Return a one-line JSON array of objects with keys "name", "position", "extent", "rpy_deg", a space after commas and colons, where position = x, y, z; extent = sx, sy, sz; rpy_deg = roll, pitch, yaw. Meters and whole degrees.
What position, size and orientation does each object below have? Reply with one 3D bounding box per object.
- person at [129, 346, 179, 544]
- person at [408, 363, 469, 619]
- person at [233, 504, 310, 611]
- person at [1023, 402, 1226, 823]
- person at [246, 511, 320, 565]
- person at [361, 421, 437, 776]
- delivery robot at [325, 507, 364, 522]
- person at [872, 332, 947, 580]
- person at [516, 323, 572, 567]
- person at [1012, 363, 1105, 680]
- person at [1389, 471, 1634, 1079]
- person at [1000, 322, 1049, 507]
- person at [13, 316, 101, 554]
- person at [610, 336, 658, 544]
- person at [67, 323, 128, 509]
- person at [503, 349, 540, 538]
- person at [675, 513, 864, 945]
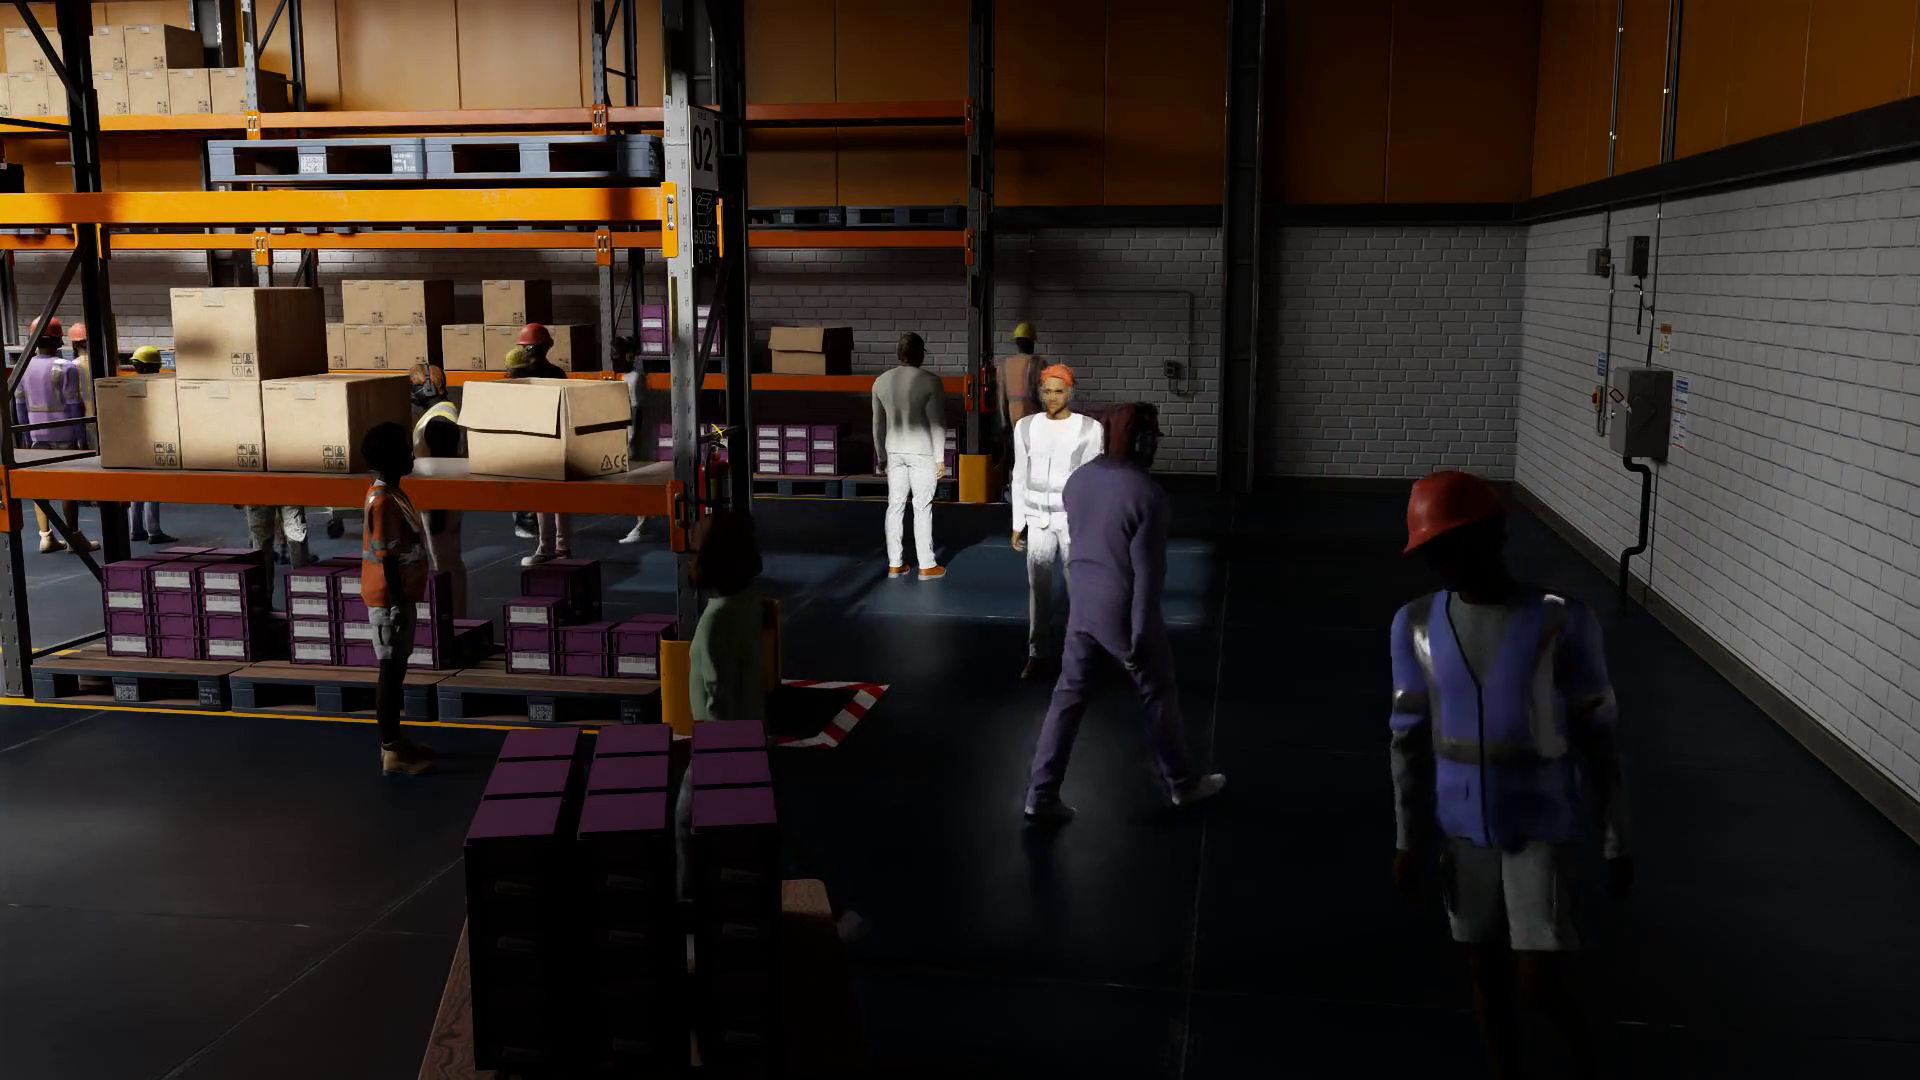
[{"name": "person", "position": [-7.223, -0.848, 14.833], "extent": [0.523, 1.759, 0.350], "rpy_deg": [6, 11, 34]}, {"name": "person", "position": [-3.364, -0.220, 10.698], "extent": [0.429, 1.836, 0.625], "rpy_deg": [-3, 10, -21]}, {"name": "person", "position": [-4.906, -0.411, 11.878], "extent": [0.597, 1.832, 0.404], "rpy_deg": [-7, 12, -37]}, {"name": "person", "position": [0.702, 0.318, 7.306], "extent": [1.015, 1.852, 0.657], "rpy_deg": [-7, 12, -38]}, {"name": "person", "position": [-5.510, -0.733, 13.573], "extent": [0.546, 1.928, 0.589], "rpy_deg": [-5, 10, -27]}, {"name": "person", "position": [-2.713, 0.280, 8.007], "extent": [0.317, 1.698, 0.538], "rpy_deg": [-3, 10, -18]}, {"name": "delivery robot", "position": [-5.443, -0.362, 15.236], "extent": [0.707, 0.478, 0.477], "rpy_deg": [-4, 10, -22]}, {"name": "person", "position": [-0.388, -0.654, 13.057], "extent": [0.627, 1.940, 0.375], "rpy_deg": [5, 10, 27]}, {"name": "person", "position": [-3.434, -0.777, 13.647], "extent": [0.396, 1.992, 0.623], "rpy_deg": [3, 10, 16]}, {"name": "person", "position": [0.574, -0.096, 9.787], "extent": [0.577, 1.879, 0.350], "rpy_deg": [4, 10, 24]}, {"name": "person", "position": [1.443, 0.766, 4.429], "extent": [0.655, 1.884, 0.394], "rpy_deg": [7, 11, 37]}, {"name": "person", "position": [0.654, -1.231, 16.714], "extent": [0.633, 1.908, 0.706], "rpy_deg": [8, 12, 42]}, {"name": "person", "position": [-7.726, -0.895, 14.217], "extent": [0.613, 2.047, 0.363], "rpy_deg": [2, 9, 10]}, {"name": "person", "position": [-2.894, -0.867, 14.668], "extent": [0.405, 1.847, 0.547], "rpy_deg": [-4, 10, -24]}, {"name": "person", "position": [-8.760, -1.250, 16.891], "extent": [0.918, 1.910, 0.561], "rpy_deg": [5, 11, 30]}, {"name": "person", "position": [-3.937, -0.872, 15.146], "extent": [0.280, 1.713, 0.640], "rpy_deg": [4, 10, 21]}, {"name": "person", "position": [-0.748, 0.695, 5.719], "extent": [0.826, 1.598, 0.506], "rpy_deg": [2, 9, 10]}]
